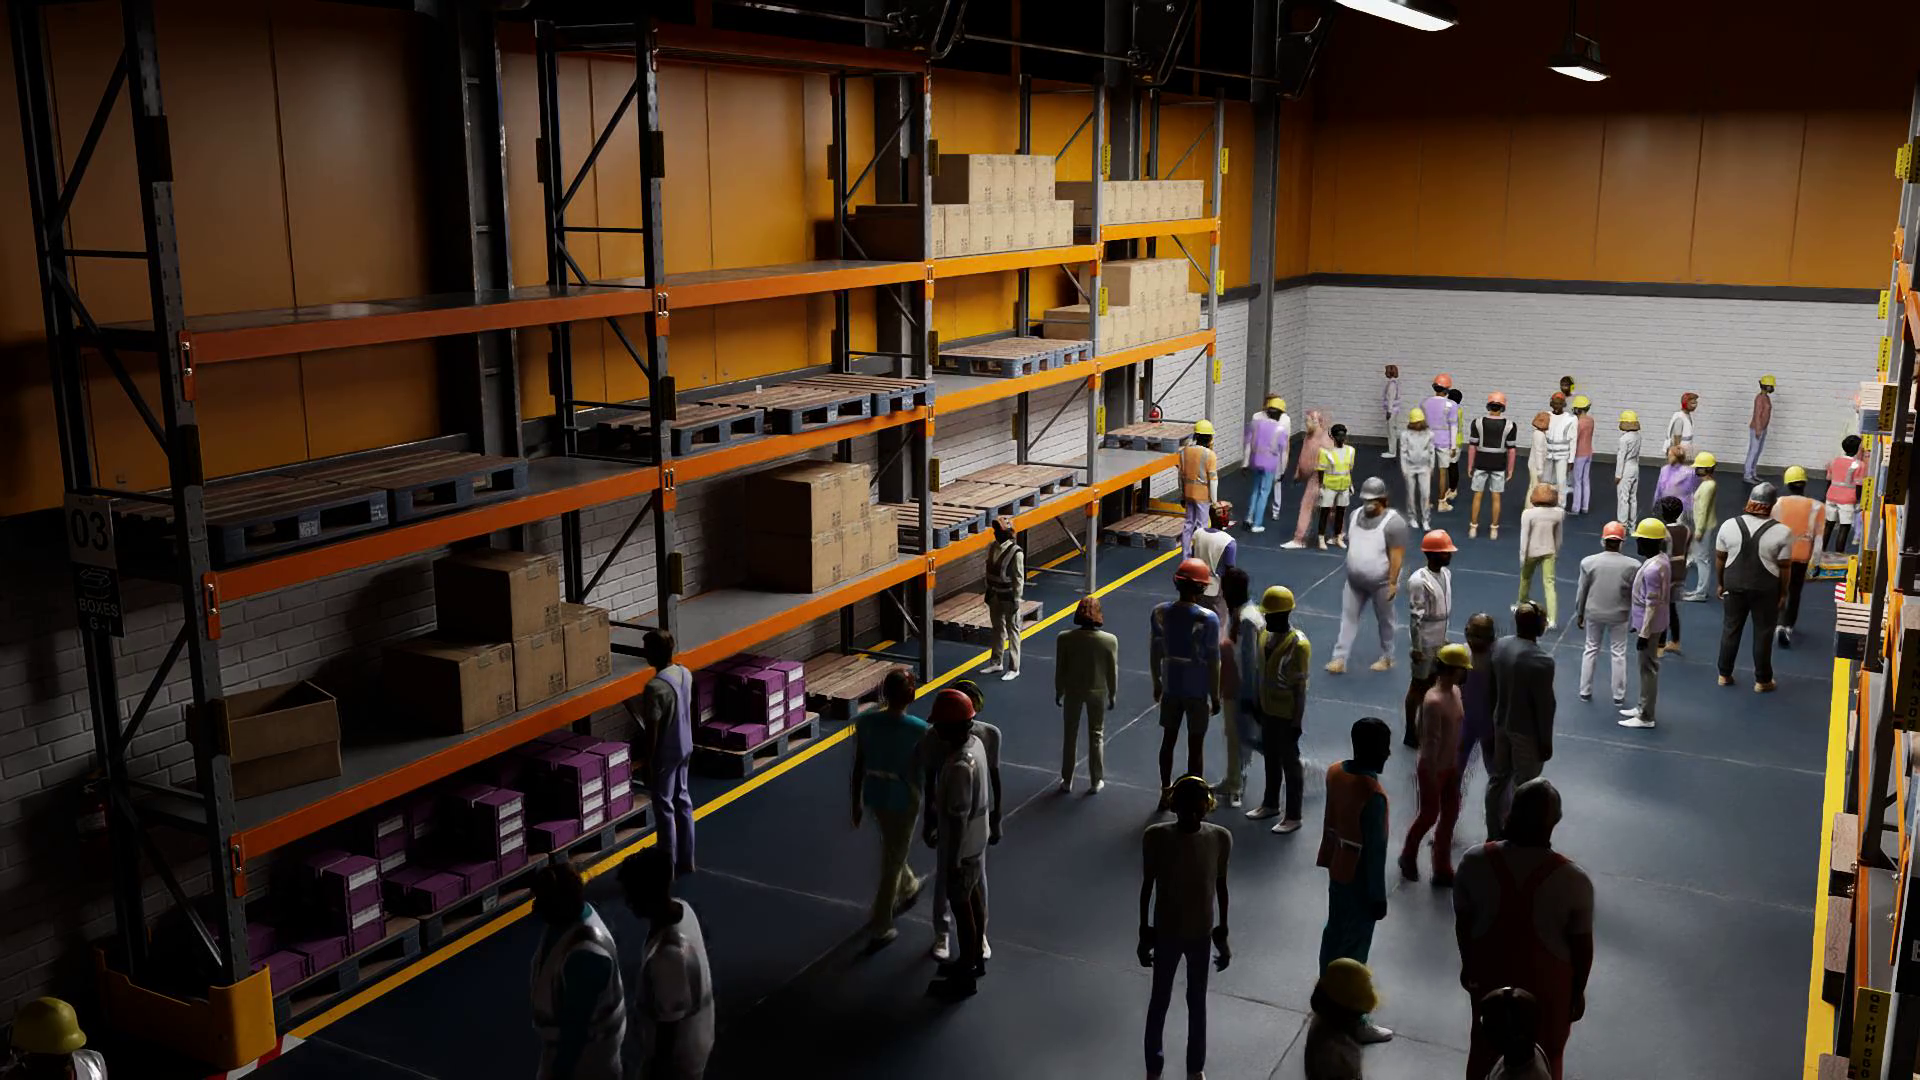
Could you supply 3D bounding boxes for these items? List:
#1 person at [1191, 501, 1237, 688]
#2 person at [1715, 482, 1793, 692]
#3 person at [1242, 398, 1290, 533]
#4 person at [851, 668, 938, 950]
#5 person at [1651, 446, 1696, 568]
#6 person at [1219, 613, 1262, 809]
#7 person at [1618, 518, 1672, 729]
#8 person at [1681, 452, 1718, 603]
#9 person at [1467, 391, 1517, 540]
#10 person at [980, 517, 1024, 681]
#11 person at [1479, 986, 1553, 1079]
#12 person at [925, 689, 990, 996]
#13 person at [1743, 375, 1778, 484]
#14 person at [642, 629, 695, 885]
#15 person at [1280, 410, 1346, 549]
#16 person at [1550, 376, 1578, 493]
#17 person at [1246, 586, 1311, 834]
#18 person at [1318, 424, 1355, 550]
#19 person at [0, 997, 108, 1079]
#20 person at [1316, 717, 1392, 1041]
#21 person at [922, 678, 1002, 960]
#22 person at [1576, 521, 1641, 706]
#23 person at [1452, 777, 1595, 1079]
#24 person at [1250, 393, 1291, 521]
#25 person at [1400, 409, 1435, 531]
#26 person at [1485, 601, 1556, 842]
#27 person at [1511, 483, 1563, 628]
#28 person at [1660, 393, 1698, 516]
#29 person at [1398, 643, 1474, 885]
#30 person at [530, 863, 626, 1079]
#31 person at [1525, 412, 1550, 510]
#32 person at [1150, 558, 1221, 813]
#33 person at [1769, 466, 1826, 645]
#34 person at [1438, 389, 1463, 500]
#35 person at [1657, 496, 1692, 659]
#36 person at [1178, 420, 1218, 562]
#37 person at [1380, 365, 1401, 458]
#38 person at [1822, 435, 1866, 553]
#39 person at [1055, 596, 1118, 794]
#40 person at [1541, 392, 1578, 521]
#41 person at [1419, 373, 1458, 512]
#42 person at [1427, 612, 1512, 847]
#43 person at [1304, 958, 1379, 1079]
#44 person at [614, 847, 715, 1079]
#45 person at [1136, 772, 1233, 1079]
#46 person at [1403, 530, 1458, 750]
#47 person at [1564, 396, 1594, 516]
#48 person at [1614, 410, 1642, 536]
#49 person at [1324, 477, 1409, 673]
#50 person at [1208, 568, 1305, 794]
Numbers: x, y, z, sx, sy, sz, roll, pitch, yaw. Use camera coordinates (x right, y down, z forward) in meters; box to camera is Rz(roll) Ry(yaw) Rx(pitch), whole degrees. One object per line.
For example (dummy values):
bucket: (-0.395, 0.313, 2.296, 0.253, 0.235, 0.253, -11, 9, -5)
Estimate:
person: (2.459, 0.528, 16.183, 0.373, 1.843, 0.571, -8, 15, -33)
person: (7.709, 0.438, 16.149, 0.684, 2.000, 0.536, 11, 17, 41)
person: (4.258, -1.027, 23.072, 0.645, 1.872, 0.550, 10, 16, 38)
person: (-0.367, 1.718, 10.965, 0.574, 1.791, 0.961, 8, 15, 31)
person: (9.014, -0.402, 20.892, 0.801, 1.606, 0.527, -4, 13, -17)
person: (2.280, 1.281, 13.419, 0.499, 1.580, 0.836, 2, 13, 10)
person: (6.192, 0.750, 15.008, 0.383, 1.928, 0.588, 6, 14, 26)
person: (8.656, -0.152, 19.426, 0.341, 1.760, 0.525, 7, 14, 27)
person: (7.245, -1.011, 22.678, 0.613, 2.028, 0.409, 4, 13, 18)
person: (0.431, 0.570, 16.460, 0.310, 1.642, 0.514, -10, 16, -38)
person: (2.198, 2.650, 6.701, 0.344, 1.839, 0.504, 2, 13, 10)
person: (-0.018, 1.834, 10.158, 0.386, 1.929, 0.543, 2, 13, 9)
person: (12.879, -1.778, 26.719, 0.342, 1.759, 0.527, 10, 16, 39)
person: (-2.072, 1.522, 11.772, 0.359, 1.835, 0.512, 5, 14, 23)
person: (4.775, -0.817, 22.208, 0.998, 1.855, 0.629, -2, 13, -8)
person: (9.351, -1.612, 25.778, 0.676, 1.848, 0.533, -9, 15, -34)
person: (2.422, 1.276, 12.689, 0.407, 1.918, 0.583, -6, 14, -25)
person: (4.981, -0.704, 22.036, 0.540, 1.695, 0.317, -4, 13, -16)
person: (-3.596, 2.671, 6.652, 0.403, 1.824, 0.591, 6, 14, 25)
person: (2.287, 1.951, 9.661, 0.393, 1.915, 0.587, -3, 13, -13)
person: (0.015, 1.771, 10.594, 0.515, 1.861, 0.325, 0, 13, -2)
person: (6.122, 0.684, 15.722, 0.573, 1.743, 0.351, 7, 14, 27)
person: (2.858, 2.162, 8.430, 0.683, 2.000, 0.537, 8, 15, 32)
person: (4.470, -1.207, 23.984, 0.559, 1.836, 0.394, 6, 14, 26)
person: (6.370, -0.960, 23.148, 0.501, 1.703, 0.807, 2, 13, 8)
person: (4.085, 1.387, 12.131, 0.373, 1.941, 0.627, -5, 14, -23)
person: (6.425, 0.154, 18.428, 0.513, 1.588, 0.877, -1, 13, -5)
person: (10.414, -1.237, 24.126, 0.410, 1.831, 0.562, 9, 15, 35)
person: (3.348, 1.586, 11.679, 0.527, 1.738, 0.620, 11, 16, 39)
person: (-1.913, 2.400, 7.877, 0.860, 1.804, 0.632, -7, 14, -27)
person: (8.179, -1.012, 23.558, 0.268, 1.632, 0.503, 3, 13, 15)
person: (1.780, 1.143, 13.011, 0.605, 2.033, 0.398, 10, 16, 37)
person: (8.881, 0.159, 17.782, 0.596, 1.887, 0.939, 5, 14, 23)
person: (7.525, -1.466, 25.452, 0.315, 1.696, 0.540, 6, 14, 27)
person: (7.301, 0.384, 17.188, 0.534, 1.686, 0.335, -8, 15, -33)
person: (2.994, -0.544, 20.807, 0.376, 1.922, 0.594, -10, 16, -39)
person: (7.552, -2.254, 29.130, 0.317, 1.629, 0.509, 3, 13, 13)
person: (11.226, -0.499, 21.155, 0.323, 1.689, 0.546, -4, 13, -17)
person: (1.018, 1.253, 13.447, 0.505, 1.623, 0.284, 1, 13, 4)
person: (8.514, -1.188, 23.803, 0.576, 1.880, 0.351, 9, 15, 34)
person: (7.052, -1.435, 24.524, 0.605, 2.045, 0.388, 12, 17, 43)
person: (3.918, 1.378, 12.519, 0.968, 1.790, 0.511, -10, 16, -39)
person: (1.642, 2.595, 7.224, 0.393, 1.715, 0.520, 4, 13, 18)
person: (-1.372, 2.351, 7.813, 0.561, 1.935, 0.665, -1, 13, -6)
person: (1.204, 2.137, 8.944, 0.508, 1.865, 0.329, 0, 13, -2)
person: (4.103, 0.859, 14.485, 0.352, 1.942, 0.545, 12, 17, 43)
person: (9.011, -1.220, 24.215, 0.526, 1.761, 0.336, -11, 16, -40)
person: (9.173, -0.923, 22.930, 0.484, 1.737, 0.322, -11, 16, -40)
person: (4.034, 0.357, 16.509, 0.703, 2.000, 0.946, 12, 17, 43)
person: (2.377, 1.151, 13.311, 0.711, 1.885, 0.651, 1, 13, 4)
